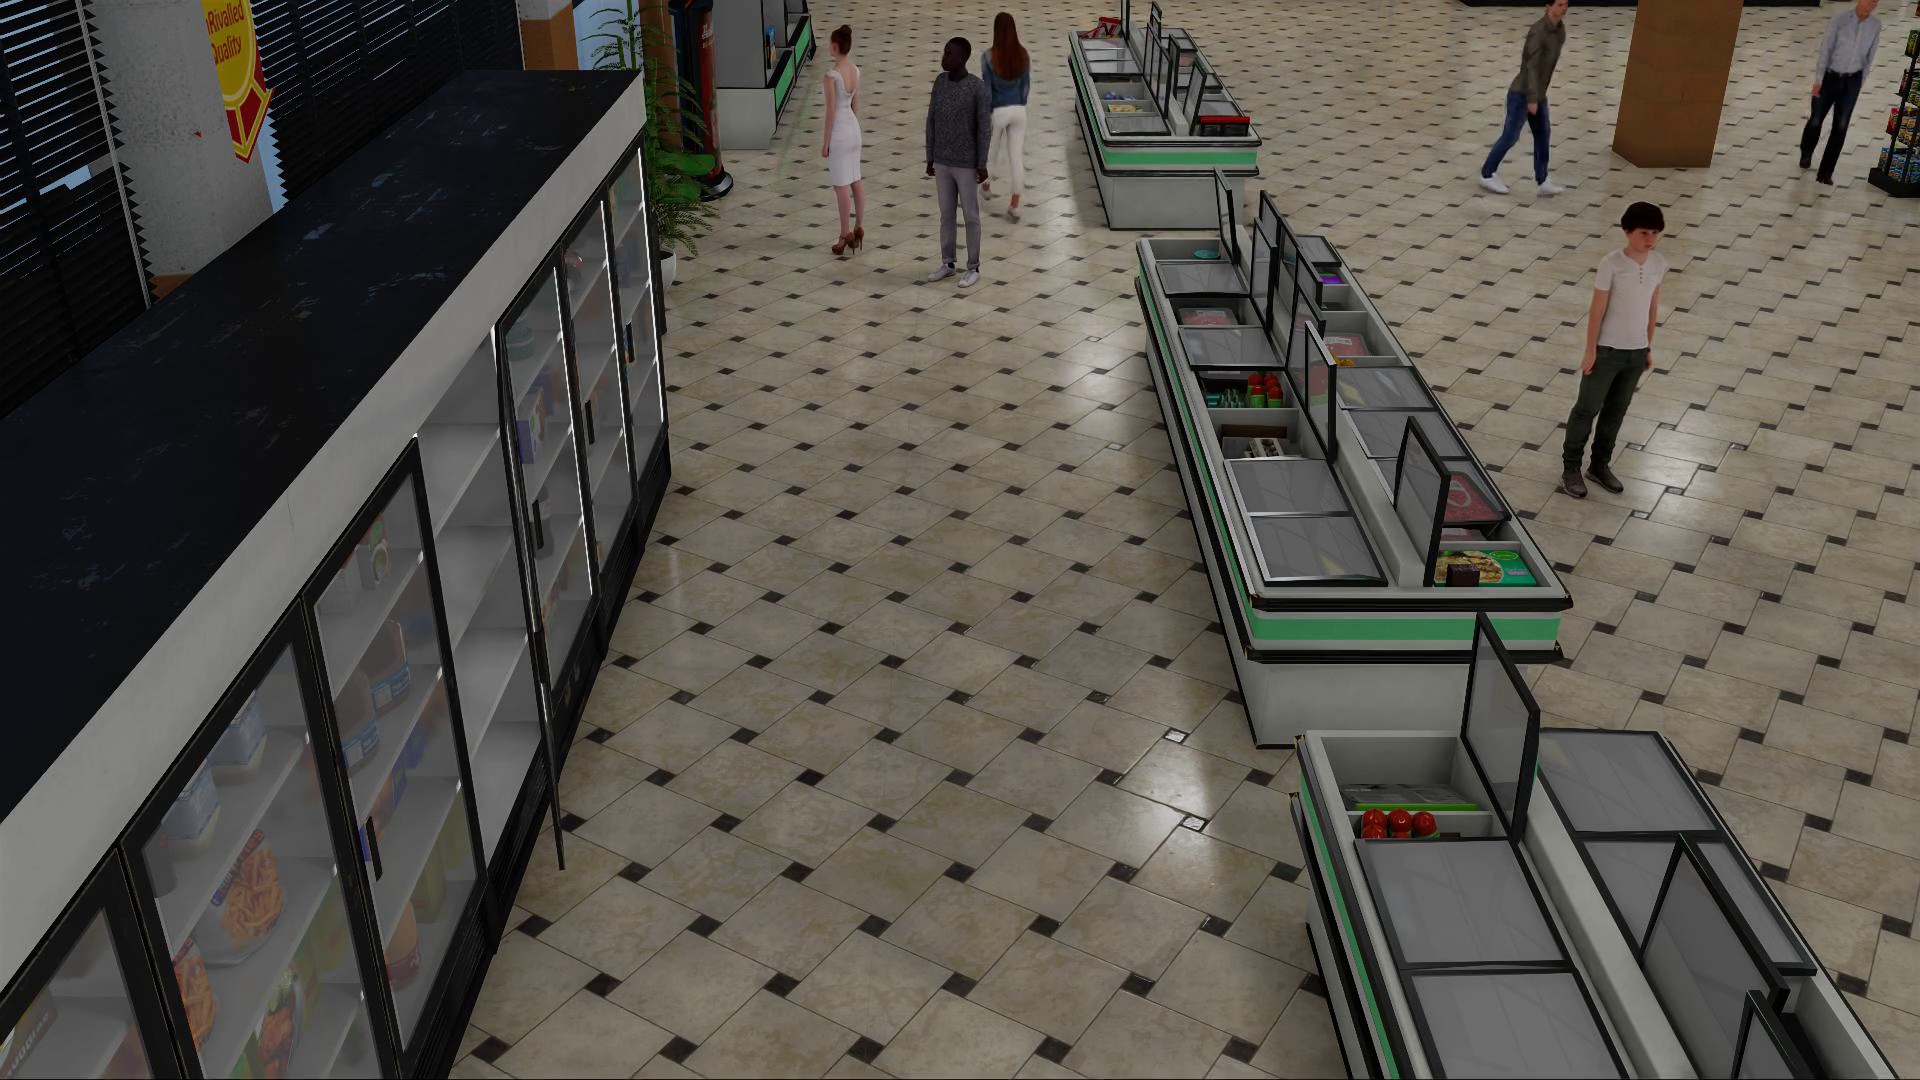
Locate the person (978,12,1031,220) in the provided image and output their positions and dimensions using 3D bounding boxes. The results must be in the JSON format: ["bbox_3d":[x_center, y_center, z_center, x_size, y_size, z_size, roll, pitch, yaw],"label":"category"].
[{"bbox_3d":[0.423,-3.534,14.028,0.774,1.661,1.121,-5,27,-11],"label":"person"}]

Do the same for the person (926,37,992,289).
[{"bbox_3d":[-0.004,-2.830,12.447,0.764,1.836,0.765,16,31,29],"label":"person"}]

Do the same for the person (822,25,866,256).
[{"bbox_3d":[-0.913,-3.147,13.120,0.699,1.793,0.592,17,31,30],"label":"person"}]

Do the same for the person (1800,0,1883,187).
[{"bbox_3d":[7.999,-4.188,15.198,0.891,1.769,1.295,8,28,16],"label":"person"}]

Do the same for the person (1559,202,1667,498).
[{"bbox_3d":[3.607,-1.049,9.137,0.630,1.653,0.603,-6,28,-12],"label":"person"}]

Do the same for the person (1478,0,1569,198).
[{"bbox_3d":[4.937,-3.939,14.646,1.188,1.824,1.106,23,35,37],"label":"person"}]
